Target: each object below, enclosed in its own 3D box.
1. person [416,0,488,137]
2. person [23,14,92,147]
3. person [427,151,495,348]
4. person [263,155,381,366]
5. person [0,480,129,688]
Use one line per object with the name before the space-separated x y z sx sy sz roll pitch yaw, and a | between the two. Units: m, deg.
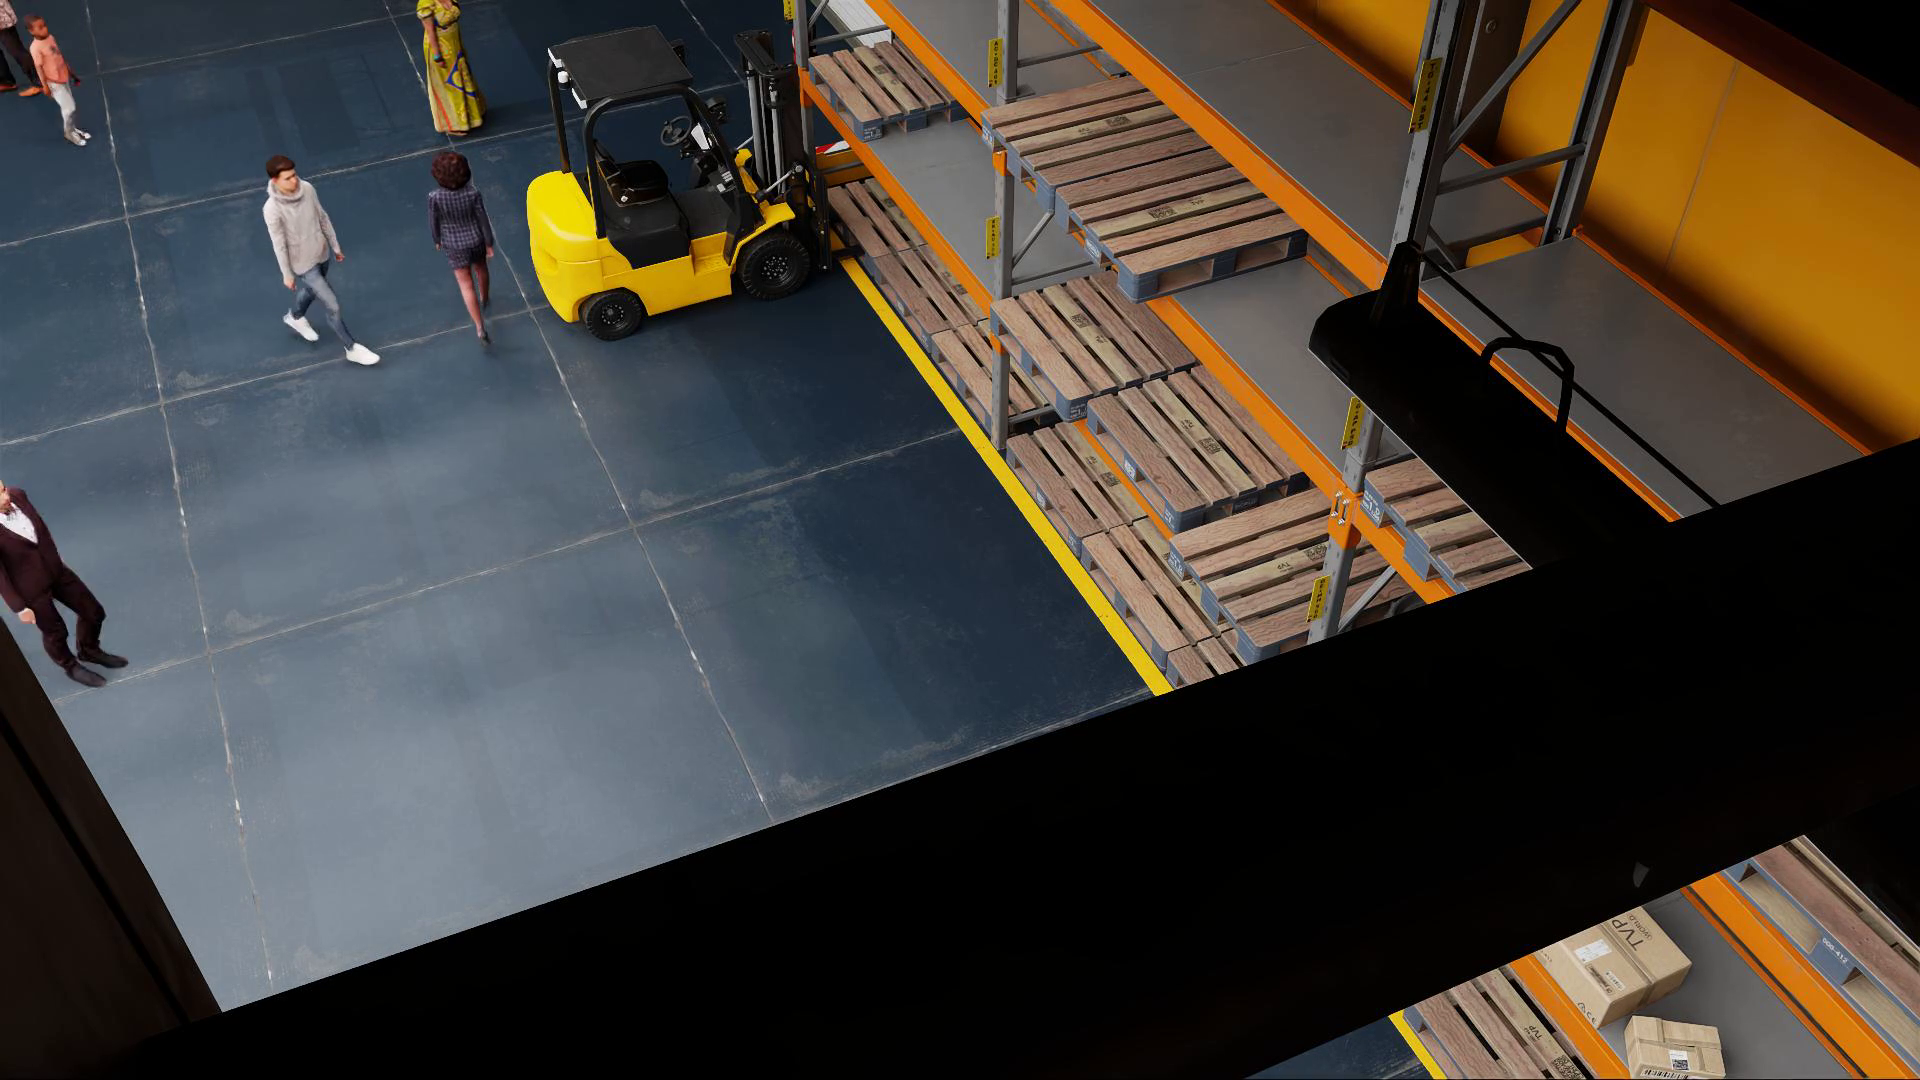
person | -4.921 -4.705 15.925 1.034 1.657 0.960 12 45 12
person | -8.689 -4.406 15.873 0.634 1.295 0.565 6 44 7
person | -3.986 -2.313 13.410 0.645 1.662 1.032 -15 46 -15
person | -5.249 -2.251 13.232 1.285 1.817 1.186 16 46 17
person | -5.949 0.235 10.599 0.877 1.850 0.801 11 45 11
